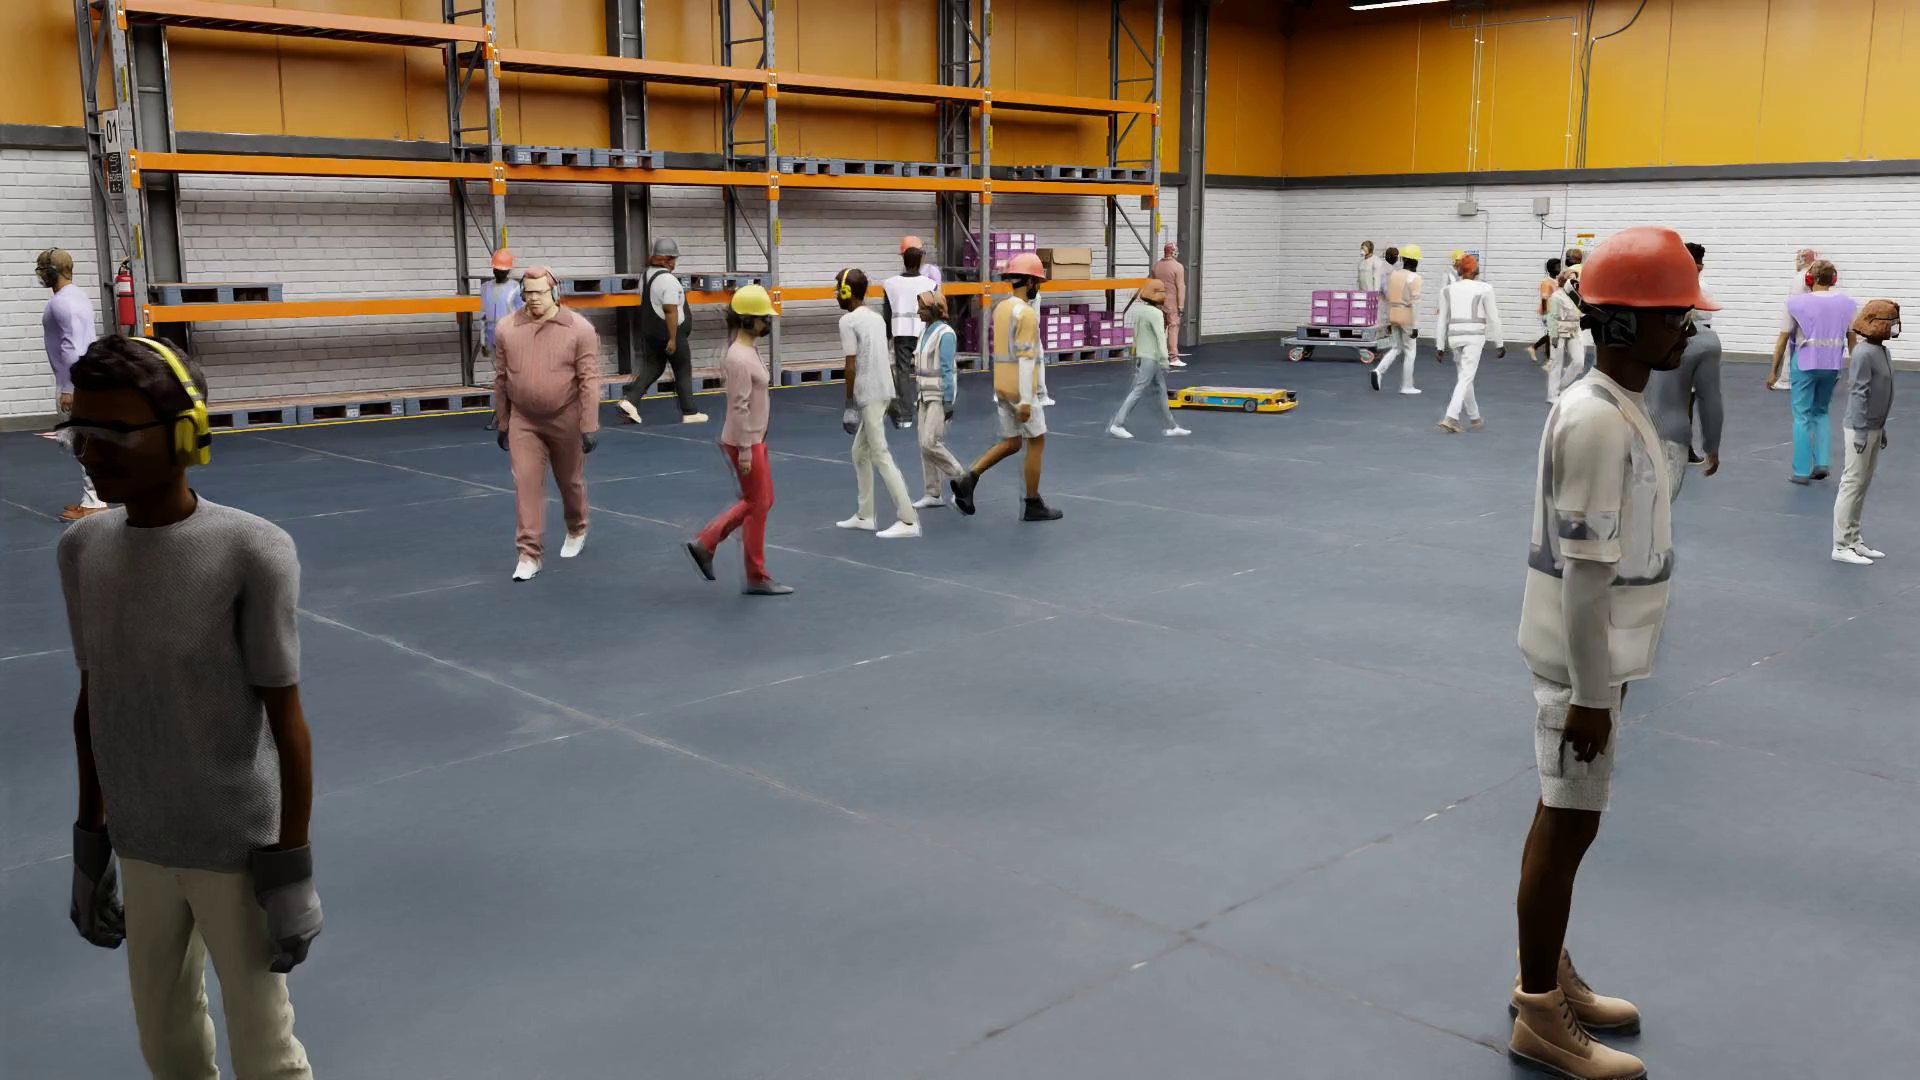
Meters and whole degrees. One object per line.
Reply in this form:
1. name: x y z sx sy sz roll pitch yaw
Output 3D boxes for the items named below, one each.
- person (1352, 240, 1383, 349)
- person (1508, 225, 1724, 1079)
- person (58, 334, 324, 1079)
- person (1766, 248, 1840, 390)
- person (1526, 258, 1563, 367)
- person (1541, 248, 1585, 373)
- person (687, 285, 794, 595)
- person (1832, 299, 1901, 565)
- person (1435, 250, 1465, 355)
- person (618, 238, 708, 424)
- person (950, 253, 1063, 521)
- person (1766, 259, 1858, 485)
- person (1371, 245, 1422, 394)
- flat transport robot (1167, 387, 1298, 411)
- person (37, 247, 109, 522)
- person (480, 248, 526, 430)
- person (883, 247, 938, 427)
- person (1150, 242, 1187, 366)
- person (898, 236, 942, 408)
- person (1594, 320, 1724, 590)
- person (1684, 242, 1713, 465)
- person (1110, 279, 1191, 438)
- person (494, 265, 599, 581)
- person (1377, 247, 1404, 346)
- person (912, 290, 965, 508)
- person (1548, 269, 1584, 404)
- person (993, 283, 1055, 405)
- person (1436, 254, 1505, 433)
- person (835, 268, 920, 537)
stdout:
1. person: 7.254 -4.354 29.605 0.383 1.936 0.632 -4 11 -21
2. person: 1.561 0.277 4.024 0.397 2.043 0.609 5 11 23
3. person: -1.366 0.567 2.961 0.516 1.859 0.317 3 11 18
4. person: 10.975 -2.832 21.505 0.648 1.863 0.937 -8 13 -38
5. person: 9.061 -3.514 25.686 0.575 1.681 0.542 9 14 41
6. person: 8.927 -3.378 24.551 0.654 1.823 0.696 -8 13 -36
7. person: -1.234 -0.548 9.306 0.520 1.750 0.547 -1 10 -3
8. person: 5.637 -0.673 10.325 0.285 1.633 0.500 9 14 41
9. person: 8.309 -3.960 27.870 0.601 1.788 0.959 -6 12 -29
10. person: -3.217 -2.255 17.840 0.918 2.000 0.685 -9 14 -41
11. person: 0.337 -1.061 11.702 0.734 1.907 0.554 -4 11 -22
12. person: 6.949 -1.358 13.543 0.604 1.823 0.485 0 10 2
13. person: 5.592 -2.792 21.140 0.637 1.905 0.598 -6 12 -29
14. flat transport robot: 3.160 -1.655 19.396 1.431 0.197 0.652 5 11 25
15. person: -6.284 -1.095 11.797 0.359 1.936 0.632 -4 11 -21
16. person: -4.755 -2.129 17.581 0.549 1.894 0.893 4 11 20
17. person: -0.516 -2.176 17.834 0.604 1.892 0.803 1 10 4
18. person: 3.253 -3.648 25.804 0.399 1.909 0.642 -9 14 -40
19. person: -0.509 -2.547 19.508 0.635 2.011 0.629 -10 14 -43
20. person: 3.683 -0.522 8.842 0.647 1.883 1.065 9 14 40
21. person: 6.362 -1.642 14.711 0.374 1.962 0.608 -6 12 -31
22. person: 1.898 -1.809 16.645 0.864 1.589 0.518 -2 11 -10
23. person: -2.501 -0.740 10.120 0.648 1.854 1.011 0 10 -1
24. person: 7.844 -4.403 30.215 0.641 1.795 0.918 -9 14 -41
25. person: -0.178 -1.027 12.283 0.396 1.622 0.529 -5 11 -24
26. person: 7.246 -2.427 19.909 0.537 1.623 0.385 -7 12 -32
27. person: 0.751 -2.410 19.593 0.484 1.705 0.874 10 14 42
28. person: 5.245 -2.035 17.225 0.669 1.838 1.002 10 14 43
29. person: -0.559 -0.918 11.257 0.698 1.807 0.538 4 11 21
